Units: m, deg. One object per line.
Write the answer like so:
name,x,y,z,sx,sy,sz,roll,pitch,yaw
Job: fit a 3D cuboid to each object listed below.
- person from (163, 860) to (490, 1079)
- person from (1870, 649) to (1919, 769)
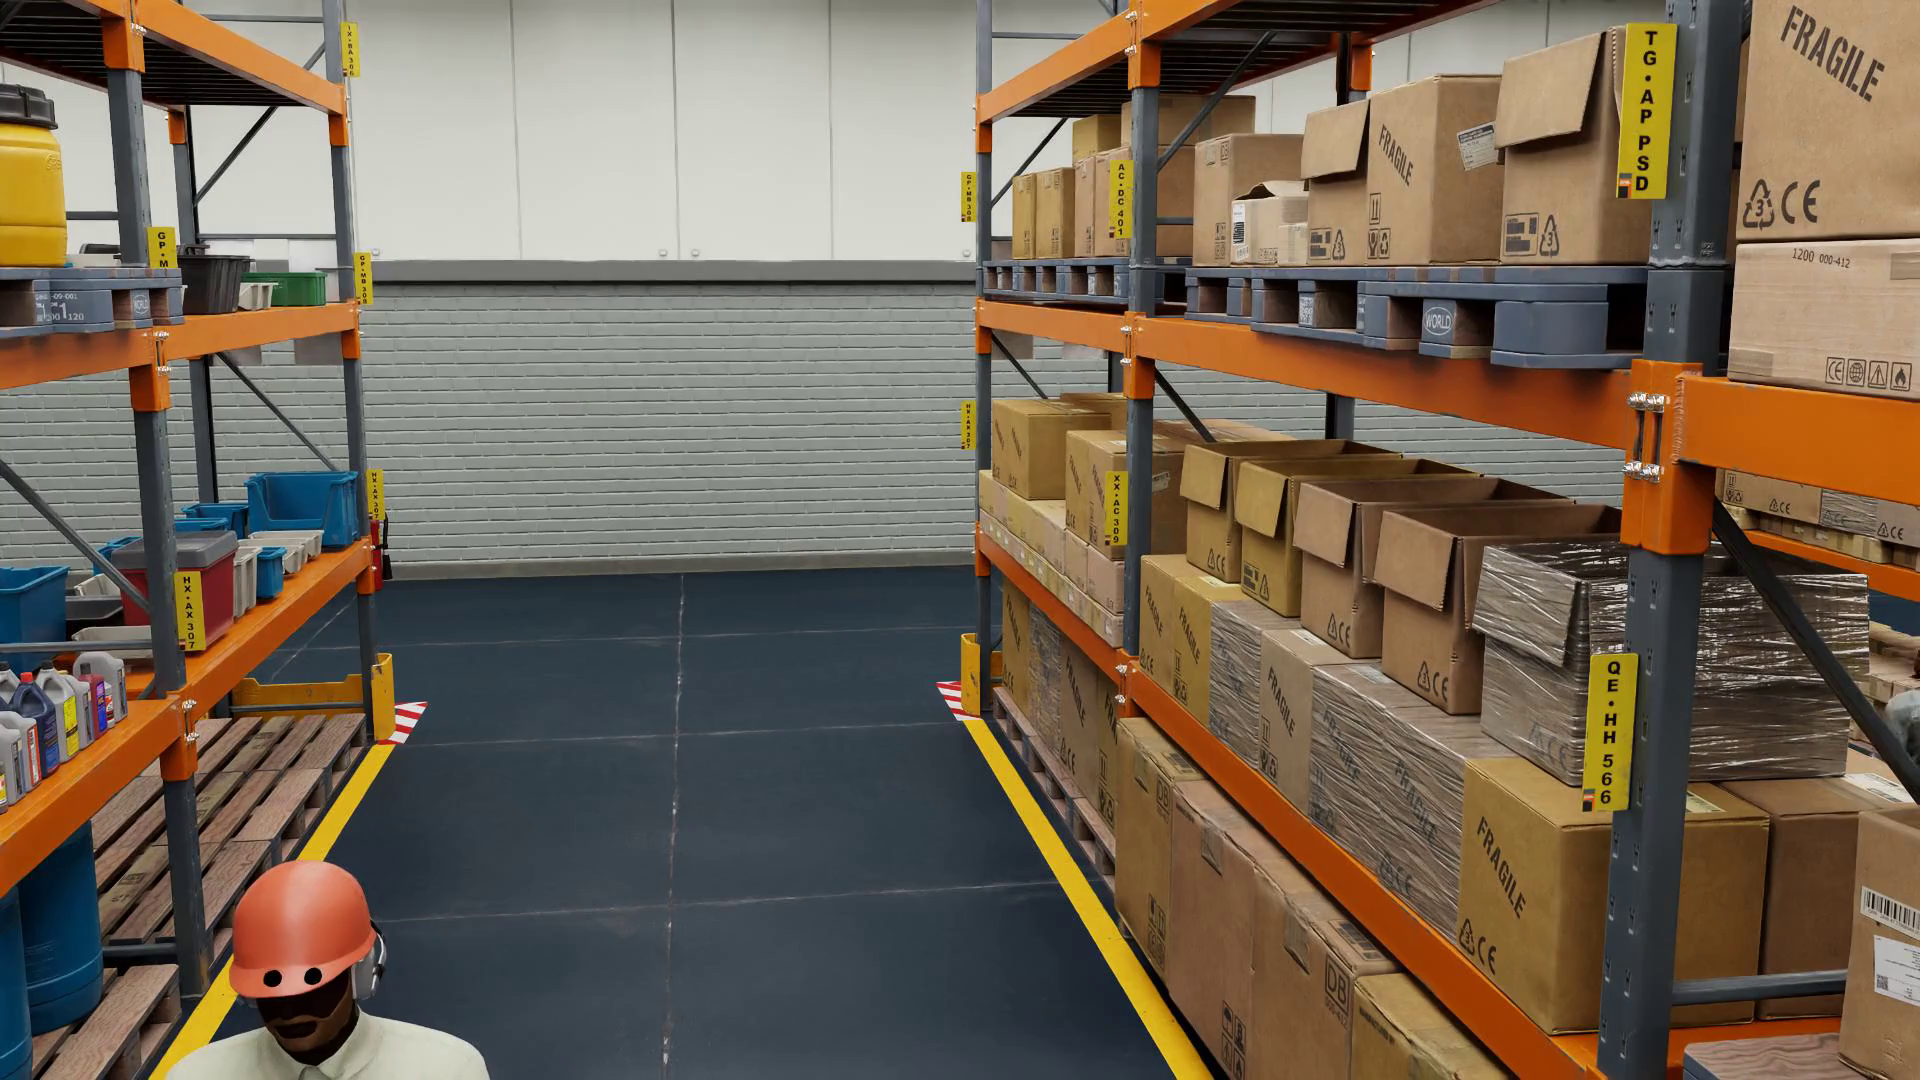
person,-1.162,1.547,3.094,0.615,1.994,0.381,-2,9,-12
person,3.873,1.127,6.584,0.496,1.700,0.890,0,9,-1
